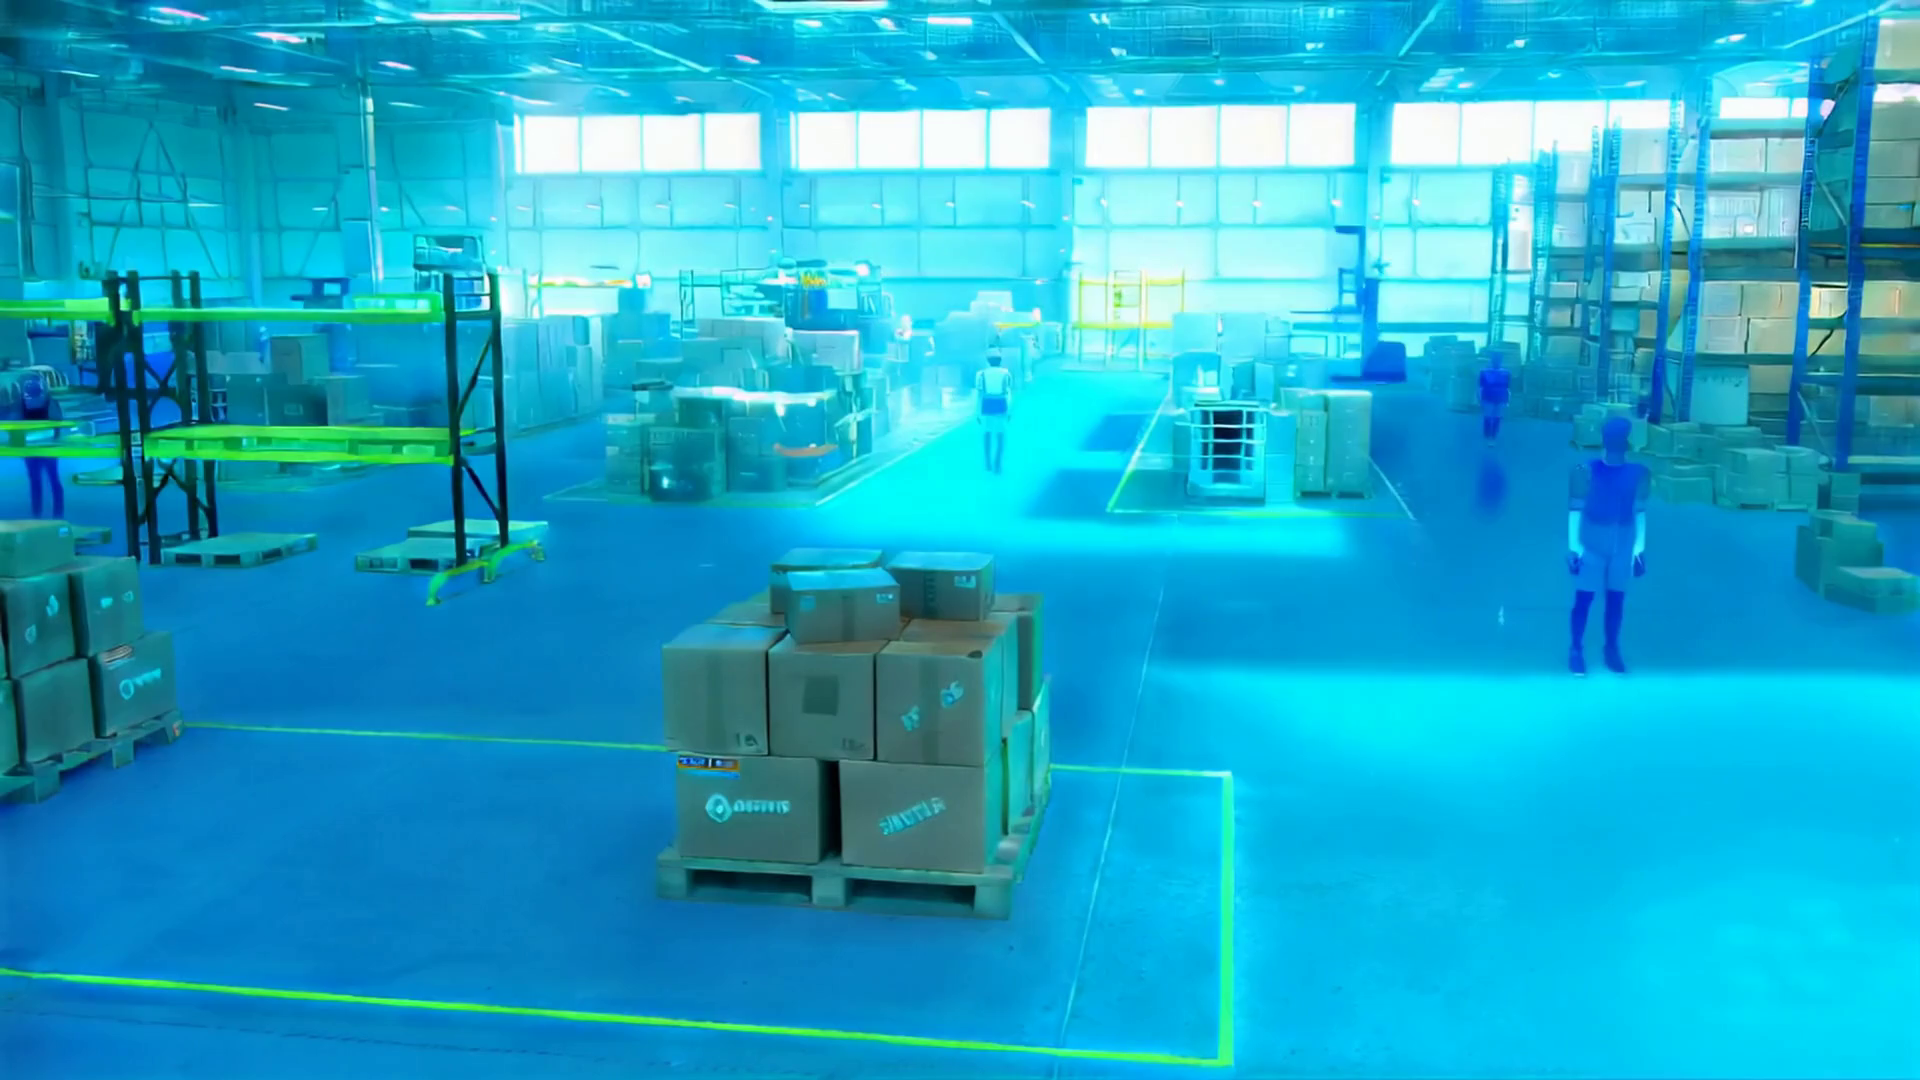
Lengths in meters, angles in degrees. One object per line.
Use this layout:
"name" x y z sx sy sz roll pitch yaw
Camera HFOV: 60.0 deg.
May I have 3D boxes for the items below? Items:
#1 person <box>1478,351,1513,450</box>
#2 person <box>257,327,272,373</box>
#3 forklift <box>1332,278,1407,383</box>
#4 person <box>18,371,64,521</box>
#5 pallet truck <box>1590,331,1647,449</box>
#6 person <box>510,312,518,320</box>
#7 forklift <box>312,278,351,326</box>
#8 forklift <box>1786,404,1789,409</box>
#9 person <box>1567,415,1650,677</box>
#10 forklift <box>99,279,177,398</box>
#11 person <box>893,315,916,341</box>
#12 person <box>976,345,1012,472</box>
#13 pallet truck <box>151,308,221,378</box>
"person" 9.034 -2.331 28.008 0.543 1.668 0.755 1 9 5
"person" -17.435 -4.528 41.724 0.365 1.621 0.519 -5 11 -31
"forklift" 11.097 -5.678 44.931 1.873 2.768 1.129 1 9 9
"person" -10.887 -1.074 19.718 0.507 1.847 0.351 0 9 -1
"pallet truck" 11.253 -2.573 28.499 0.823 1.965 1.885 5 10 27
"person" -12.500 -5.425 46.443 0.626 1.900 1.025 5 11 29
"forklift" -16.050 -5.309 42.656 1.129 2.768 1.873 3 10 16
"forklift" 18.612 -4.310 36.493 1.129 2.768 1.873 1 9 9
"person" 4.828 0.050 12.413 0.601 1.967 0.369 0 9 -1
"forklift" -19.606 -4.720 39.027 1.873 2.768 1.129 1 9 9
"person" -1.466 -4.778 42.457 0.602 1.878 0.880 4 10 21
"person" 0.503 -1.945 24.882 0.551 1.917 0.692 0 9 1
"pallet truck" -21.869 -5.598 47.154 0.823 1.965 1.885 4 10 26
